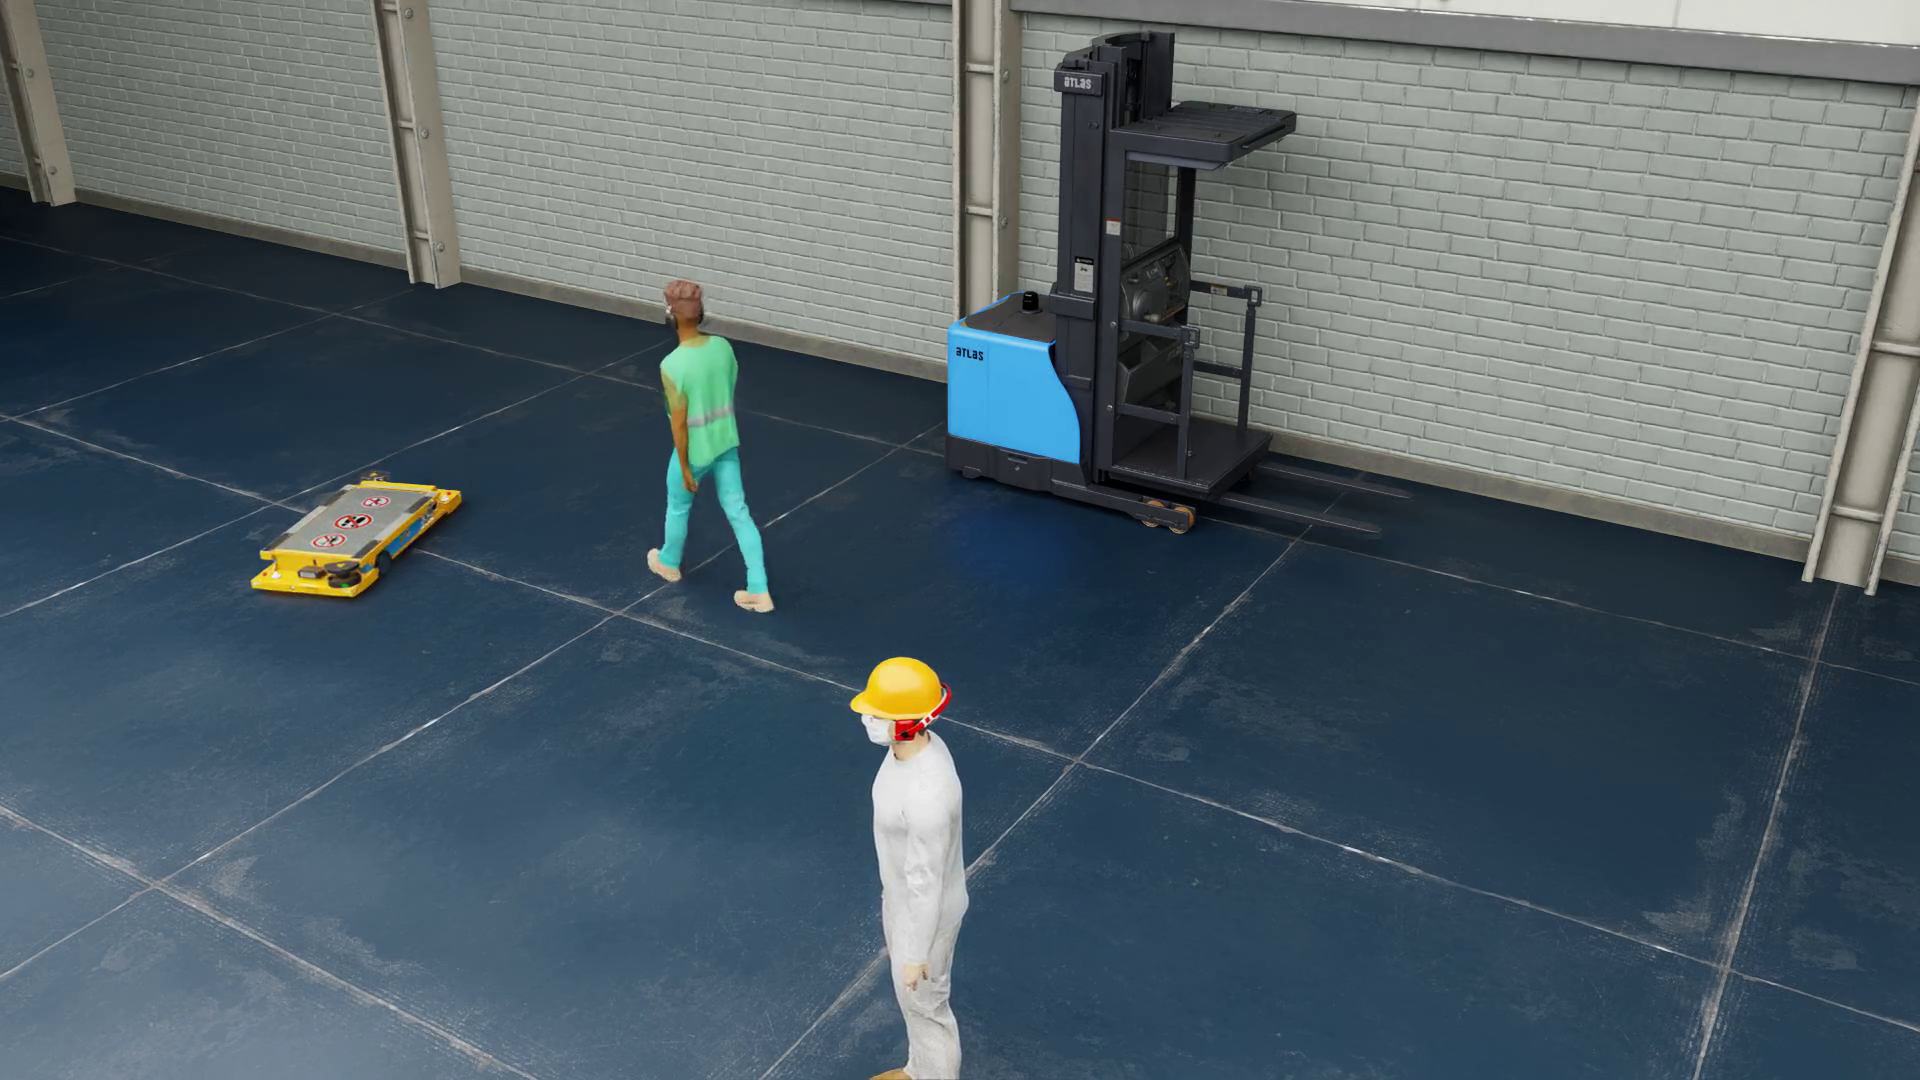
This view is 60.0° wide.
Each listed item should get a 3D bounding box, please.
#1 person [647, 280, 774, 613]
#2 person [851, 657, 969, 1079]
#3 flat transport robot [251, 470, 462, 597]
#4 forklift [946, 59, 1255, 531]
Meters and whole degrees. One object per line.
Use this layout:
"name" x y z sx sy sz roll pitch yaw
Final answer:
"person" -1.463 -0.541 9.485 0.501 1.922 1.064 -21 32 -37
"person" -0.162 1.253 5.726 0.377 1.892 0.572 -4 26 -9
"flat transport robot" -3.732 -0.050 10.364 0.659 0.231 1.431 4 26 9
"forklift" 0.933 -1.707 10.833 1.873 2.768 1.129 15 29 28
